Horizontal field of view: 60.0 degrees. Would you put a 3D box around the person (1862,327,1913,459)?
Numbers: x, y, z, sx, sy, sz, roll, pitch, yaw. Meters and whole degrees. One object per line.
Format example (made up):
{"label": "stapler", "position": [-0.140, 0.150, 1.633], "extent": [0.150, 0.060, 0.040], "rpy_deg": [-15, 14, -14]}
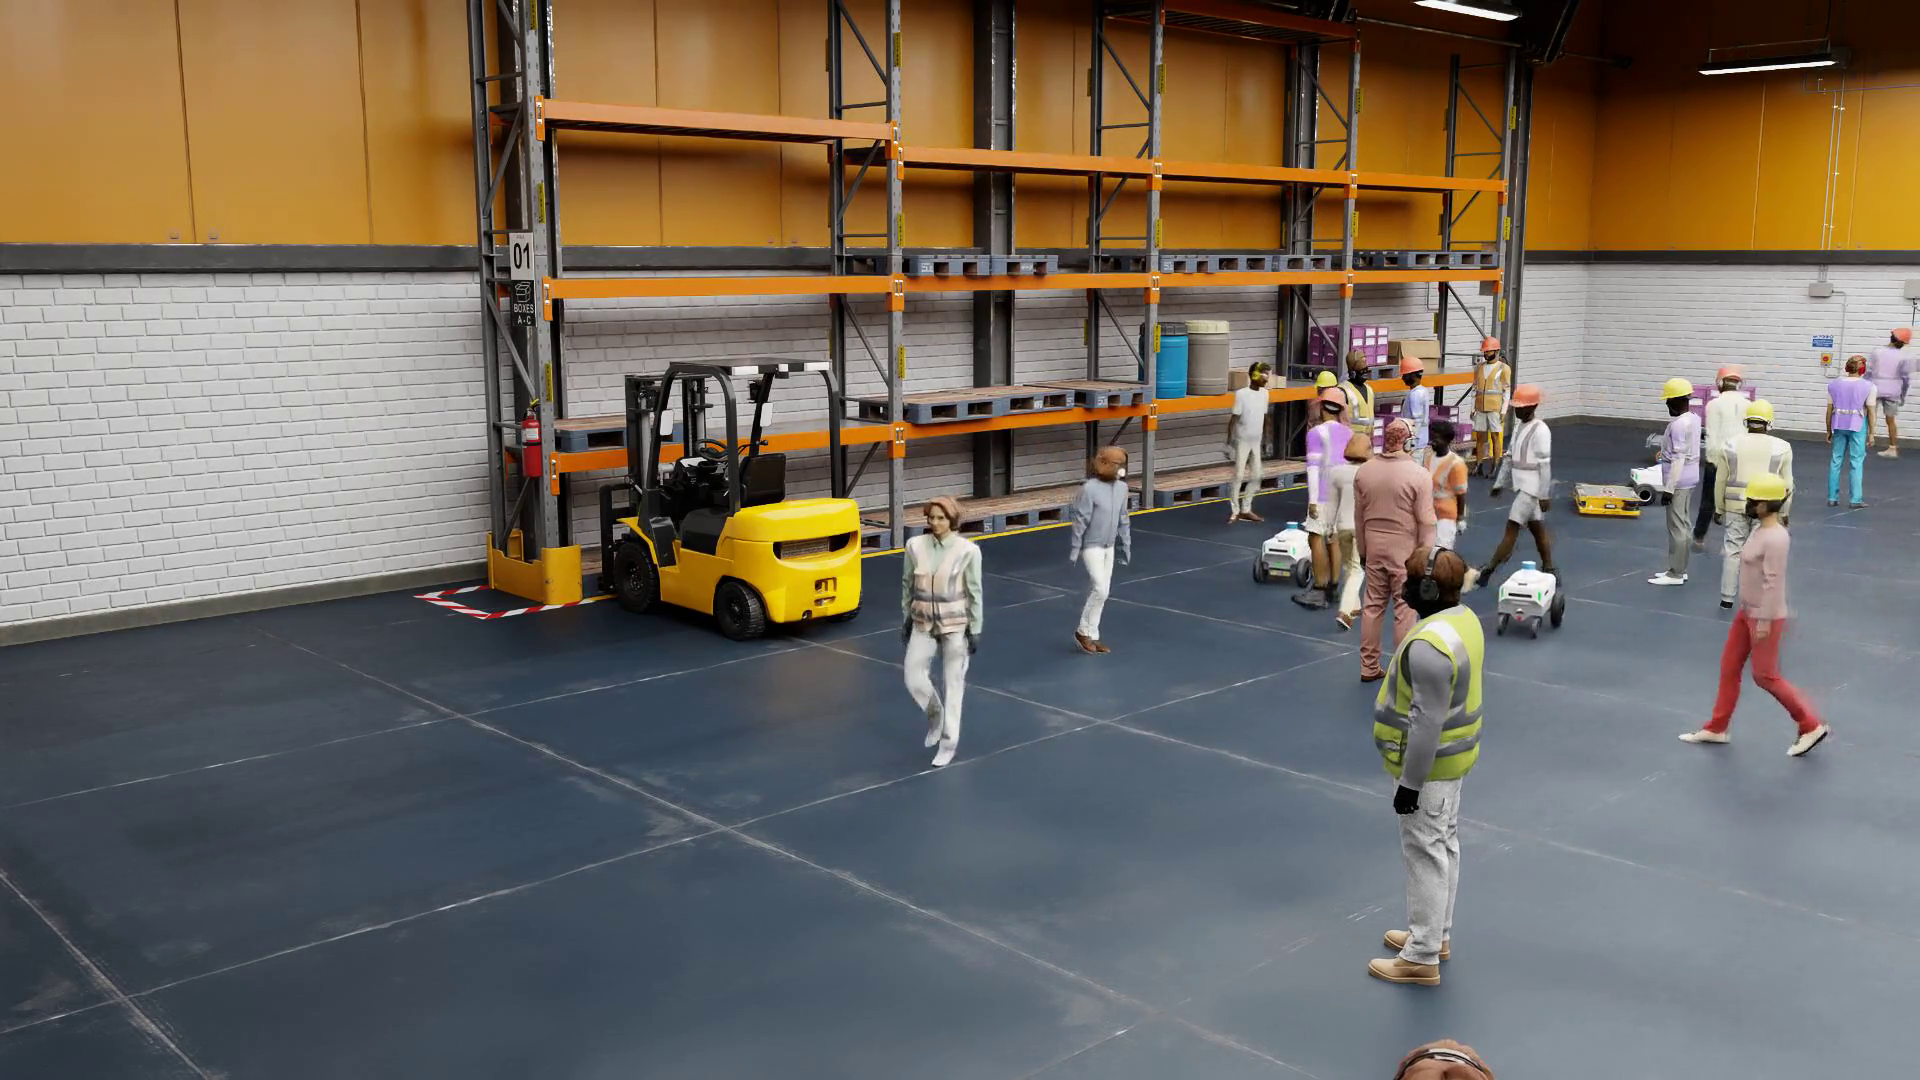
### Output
{"label": "person", "position": [13.871, -2.202, 24.945], "extent": [0.653, 1.981, 0.453], "rpy_deg": [5, 11, 29]}

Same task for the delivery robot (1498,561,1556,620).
{"label": "delivery robot", "position": [4.610, 0.417, 13.506], "extent": [0.477, 0.478, 0.707], "rpy_deg": [5, 11, 28]}

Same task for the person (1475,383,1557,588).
{"label": "person", "position": [5.025, -0.481, 15.114], "extent": [0.975, 1.887, 0.564], "rpy_deg": [1, 10, 3]}

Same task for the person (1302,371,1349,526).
{"label": "person", "position": [4.074, -0.998, 18.540], "extent": [0.326, 1.763, 0.533], "rpy_deg": [-9, 13, -42]}

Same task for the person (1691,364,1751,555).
{"label": "person", "position": [7.840, -0.818, 16.992], "extent": [0.630, 1.922, 1.006], "rpy_deg": [-2, 10, -14]}

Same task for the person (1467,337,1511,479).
{"label": "person", "position": [7.215, -1.801, 22.723], "extent": [0.358, 1.936, 0.552], "rpy_deg": [-9, 13, -41]}

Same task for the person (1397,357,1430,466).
{"label": "person", "position": [5.007, -1.068, 18.464], "extent": [0.368, 1.929, 0.542], "rpy_deg": [4, 10, 20]}

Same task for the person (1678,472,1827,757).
{"label": "person", "position": [4.905, 0.445, 10.155], "extent": [0.770, 1.743, 0.538], "rpy_deg": [2, 10, 12]}

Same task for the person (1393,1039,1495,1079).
{"label": "person", "position": [0.862, 1.702, 3.090], "extent": [0.523, 1.638, 0.310], "rpy_deg": [1, 10, 6]}

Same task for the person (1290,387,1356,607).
{"label": "person", "position": [3.178, -0.372, 14.511], "extent": [0.702, 1.890, 0.490], "rpy_deg": [-7, 12, -34]}

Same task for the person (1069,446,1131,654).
{"label": "person", "position": [1.076, 0.078, 12.646], "extent": [0.355, 1.610, 0.527], "rpy_deg": [9, 13, 42]}

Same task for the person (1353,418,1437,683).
{"label": "person", "position": [3.078, 0.096, 11.714], "extent": [0.408, 1.908, 0.641], "rpy_deg": [-8, 13, -40]}

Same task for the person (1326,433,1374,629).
{"label": "person", "position": [3.241, -0.082, 13.664], "extent": [0.503, 1.605, 0.810], "rpy_deg": [8, 12, 39]}

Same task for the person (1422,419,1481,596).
{"label": "person", "position": [4.233, -0.220, 14.266], "extent": [0.664, 1.673, 0.541], "rpy_deg": [-3, 10, -18]}

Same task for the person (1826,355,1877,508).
{"label": "person", "position": [10.733, -1.303, 20.071], "extent": [0.390, 1.847, 0.563], "rpy_deg": [-9, 13, -41]}

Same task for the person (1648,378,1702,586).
{"label": "person", "position": [6.611, -0.535, 15.359], "extent": [0.378, 1.922, 0.585], "rpy_deg": [7, 12, 35]}

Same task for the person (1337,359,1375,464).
{"label": "person", "position": [4.599, -1.180, 19.372], "extent": [0.619, 1.845, 0.430], "rpy_deg": [-8, 13, -39]}

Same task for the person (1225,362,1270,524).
{"label": "person", "position": [3.277, -1.097, 18.889], "extent": [0.596, 1.848, 0.385], "rpy_deg": [-6, 12, -33]}

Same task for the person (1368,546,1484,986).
{"label": "person", "position": [1.950, 0.936, 6.983], "extent": [0.429, 1.844, 0.625], "rpy_deg": [5, 11, 27]}

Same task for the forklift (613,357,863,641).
{"label": "forklift", "position": [-1.847, -0.414, 13.852], "extent": [1.214, 2.155, 2.313], "rpy_deg": [-9, 13, -42]}

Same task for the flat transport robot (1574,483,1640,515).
{"label": "flat transport robot", "position": [7.743, -0.493, 19.937], "extent": [0.652, 0.197, 1.431], "rpy_deg": [3, 10, 17]}

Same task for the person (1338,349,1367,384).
{"label": "person", "position": [4.639, -1.291, 19.734], "extent": [0.371, 1.940, 0.627], "rpy_deg": [0, 10, -1]}

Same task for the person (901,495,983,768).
{"label": "person", "position": [-0.113, 0.535, 9.927], "extent": [0.534, 1.626, 0.364], "rpy_deg": [4, 11, 23]}

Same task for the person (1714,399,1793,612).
{"label": "person", "position": [6.729, -0.280, 14.128], "extent": [0.600, 1.832, 0.404], "rpy_deg": [5, 11, 27]}

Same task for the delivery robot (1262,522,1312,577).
{"label": "delivery robot", "position": [3.088, 0.076, 15.503], "extent": [0.477, 0.478, 0.707], "rpy_deg": [6, 11, 30]}

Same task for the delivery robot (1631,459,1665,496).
{"label": "delivery robot", "position": [8.589, -0.746, 20.317], "extent": [0.707, 0.478, 0.477], "rpy_deg": [2, 10, 13]}
